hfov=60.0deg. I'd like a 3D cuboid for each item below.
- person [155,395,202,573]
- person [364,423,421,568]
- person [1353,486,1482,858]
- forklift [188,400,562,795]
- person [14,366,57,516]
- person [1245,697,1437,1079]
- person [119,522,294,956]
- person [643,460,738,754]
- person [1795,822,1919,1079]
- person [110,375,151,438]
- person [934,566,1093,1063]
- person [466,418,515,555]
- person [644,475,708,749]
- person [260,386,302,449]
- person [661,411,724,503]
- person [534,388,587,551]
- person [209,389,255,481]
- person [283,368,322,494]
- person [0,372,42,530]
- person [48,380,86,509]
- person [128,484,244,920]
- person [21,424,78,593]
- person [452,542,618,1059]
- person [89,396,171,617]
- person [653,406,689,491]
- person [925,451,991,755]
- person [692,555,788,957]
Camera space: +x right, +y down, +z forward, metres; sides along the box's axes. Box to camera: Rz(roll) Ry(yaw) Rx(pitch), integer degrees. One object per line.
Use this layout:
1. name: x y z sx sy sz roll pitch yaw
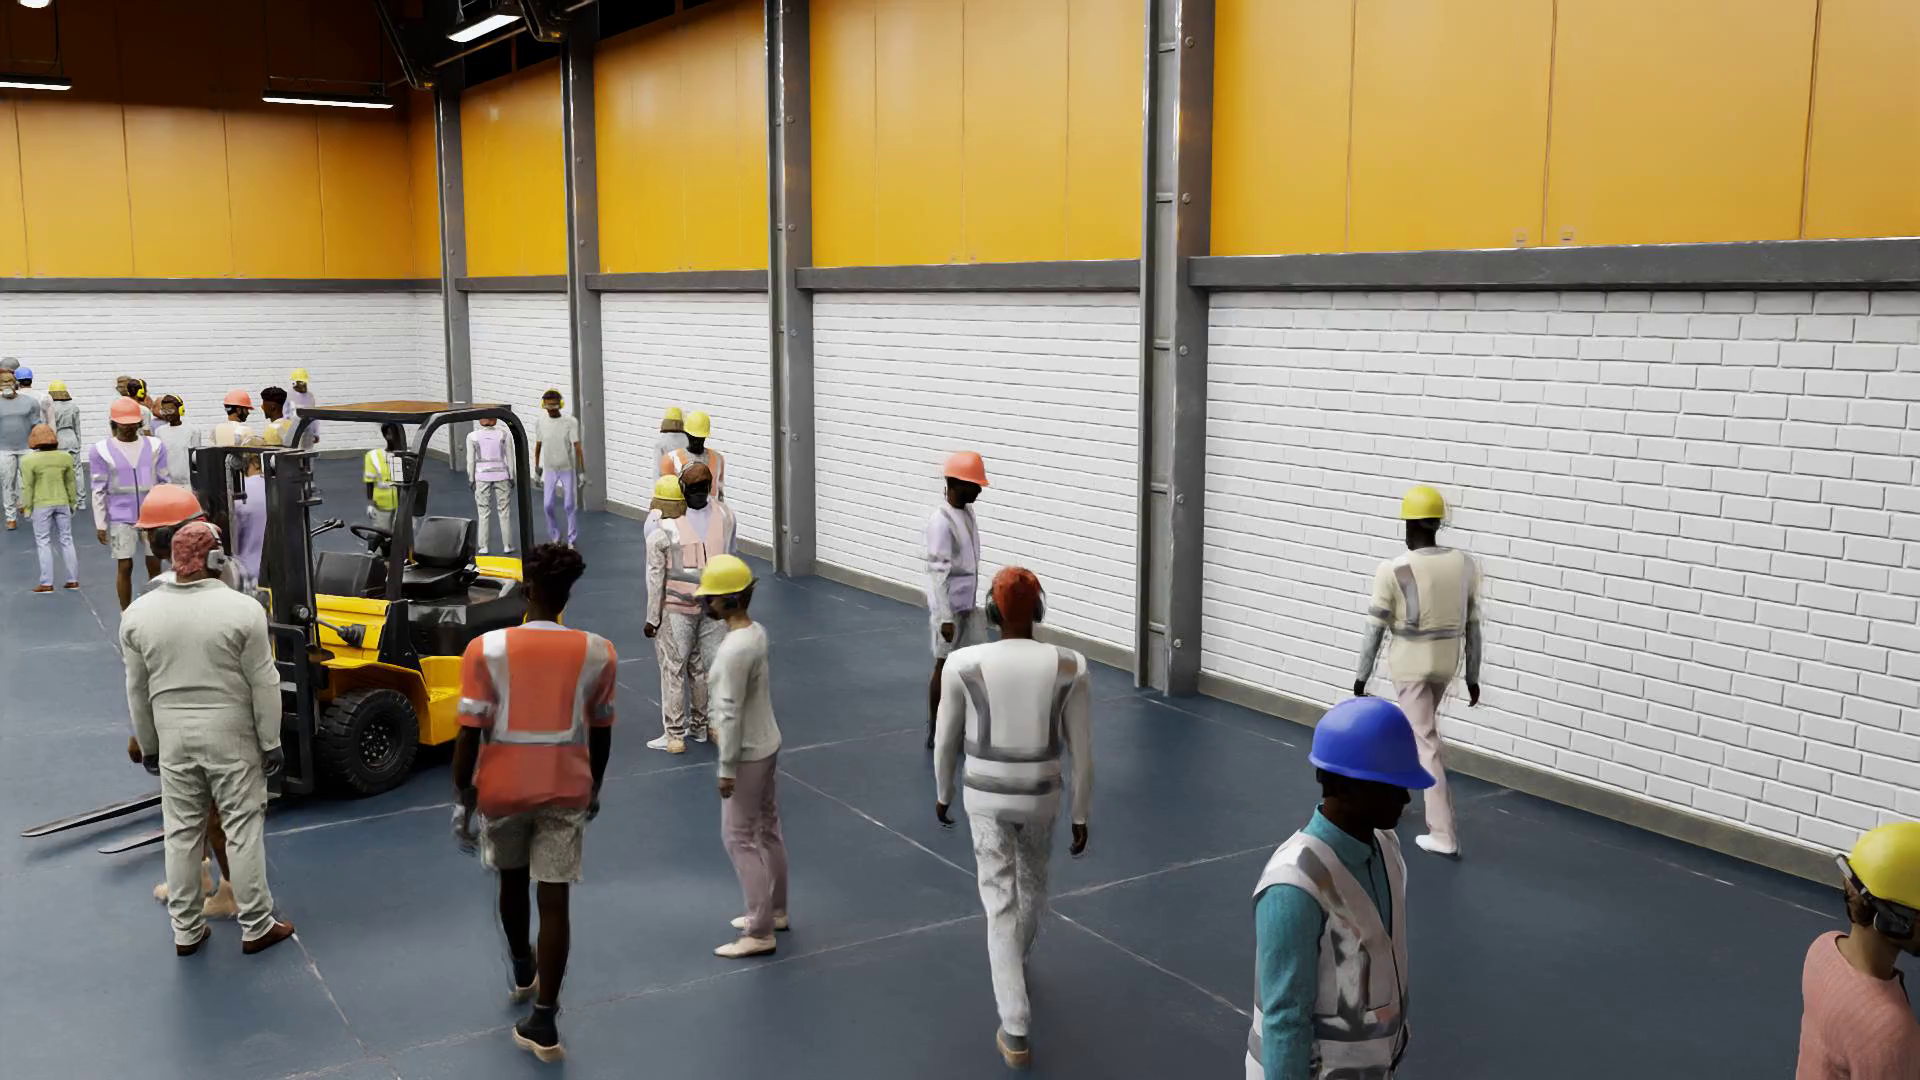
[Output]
1. person: -7.964 -0.560 16.995 0.512 1.861 0.325 1 8 4
2. person: -5.558 -0.368 16.324 0.525 1.670 0.804 -3 9 -17
3. person: 2.379 0.652 8.751 0.613 1.871 0.974 -3 9 -19
4. forklift: -3.529 0.258 10.348 1.214 2.155 2.313 4 9 25
5. person: -12.046 -1.276 21.558 0.605 1.939 0.415 -6 10 -33
6. person: 0.915 1.323 4.051 0.425 1.938 0.604 6 10 35
7. person: -3.257 0.866 7.245 0.639 1.902 0.406 0 8 0
8. person: -1.668 0.414 10.507 0.622 1.838 0.429 -5 10 -30
9. person: 1.995 1.467 3.683 0.344 1.756 0.532 2 9 13
10. person: -10.720 -1.226 21.576 0.529 1.835 0.362 -1 9 -8
11. person: 0.193 1.003 6.540 0.589 1.824 1.012 -1 9 -8
12. person: -5.160 -0.648 18.327 0.514 1.638 0.311 -2 9 -15
13. person: -1.811 0.456 10.525 0.296 1.744 0.485 6 10 33
14. person: -6.761 -0.554 16.584 0.362 1.963 0.613 0 8 2
15. person: -2.182 -0.116 13.798 0.584 1.917 0.381 -7 11 -39
16. person: -4.394 -0.744 18.280 0.606 1.843 0.535 0 8 -3
17. person: -7.152 -0.528 16.536 0.542 1.929 0.374 4 9 22
18. person: -9.404 -1.543 23.739 0.420 1.817 0.635 5 10 28
19. person: -11.519 -1.078 20.266 0.641 1.927 0.386 -5 10 -30
20. person: -11.914 -1.254 22.088 0.322 1.736 0.488 4 9 27
21. person: -3.582 0.753 7.585 0.718 2.020 0.646 1 9 7
22. person: -8.778 -0.306 16.056 0.275 1.627 0.499 6 10 34
23. person: -1.658 0.967 6.529 0.640 1.904 0.912 -2 9 -15
24. person: -6.913 -0.189 13.931 0.613 2.031 0.410 -7 11 -38
25. person: -2.970 -0.522 17.236 0.493 1.709 0.759 -4 9 -24
26. person: 0.021 0.401 10.306 0.538 1.912 0.594 4 9 25
27. person: -0.972 0.934 7.295 0.397 1.753 0.528 0 8 2
